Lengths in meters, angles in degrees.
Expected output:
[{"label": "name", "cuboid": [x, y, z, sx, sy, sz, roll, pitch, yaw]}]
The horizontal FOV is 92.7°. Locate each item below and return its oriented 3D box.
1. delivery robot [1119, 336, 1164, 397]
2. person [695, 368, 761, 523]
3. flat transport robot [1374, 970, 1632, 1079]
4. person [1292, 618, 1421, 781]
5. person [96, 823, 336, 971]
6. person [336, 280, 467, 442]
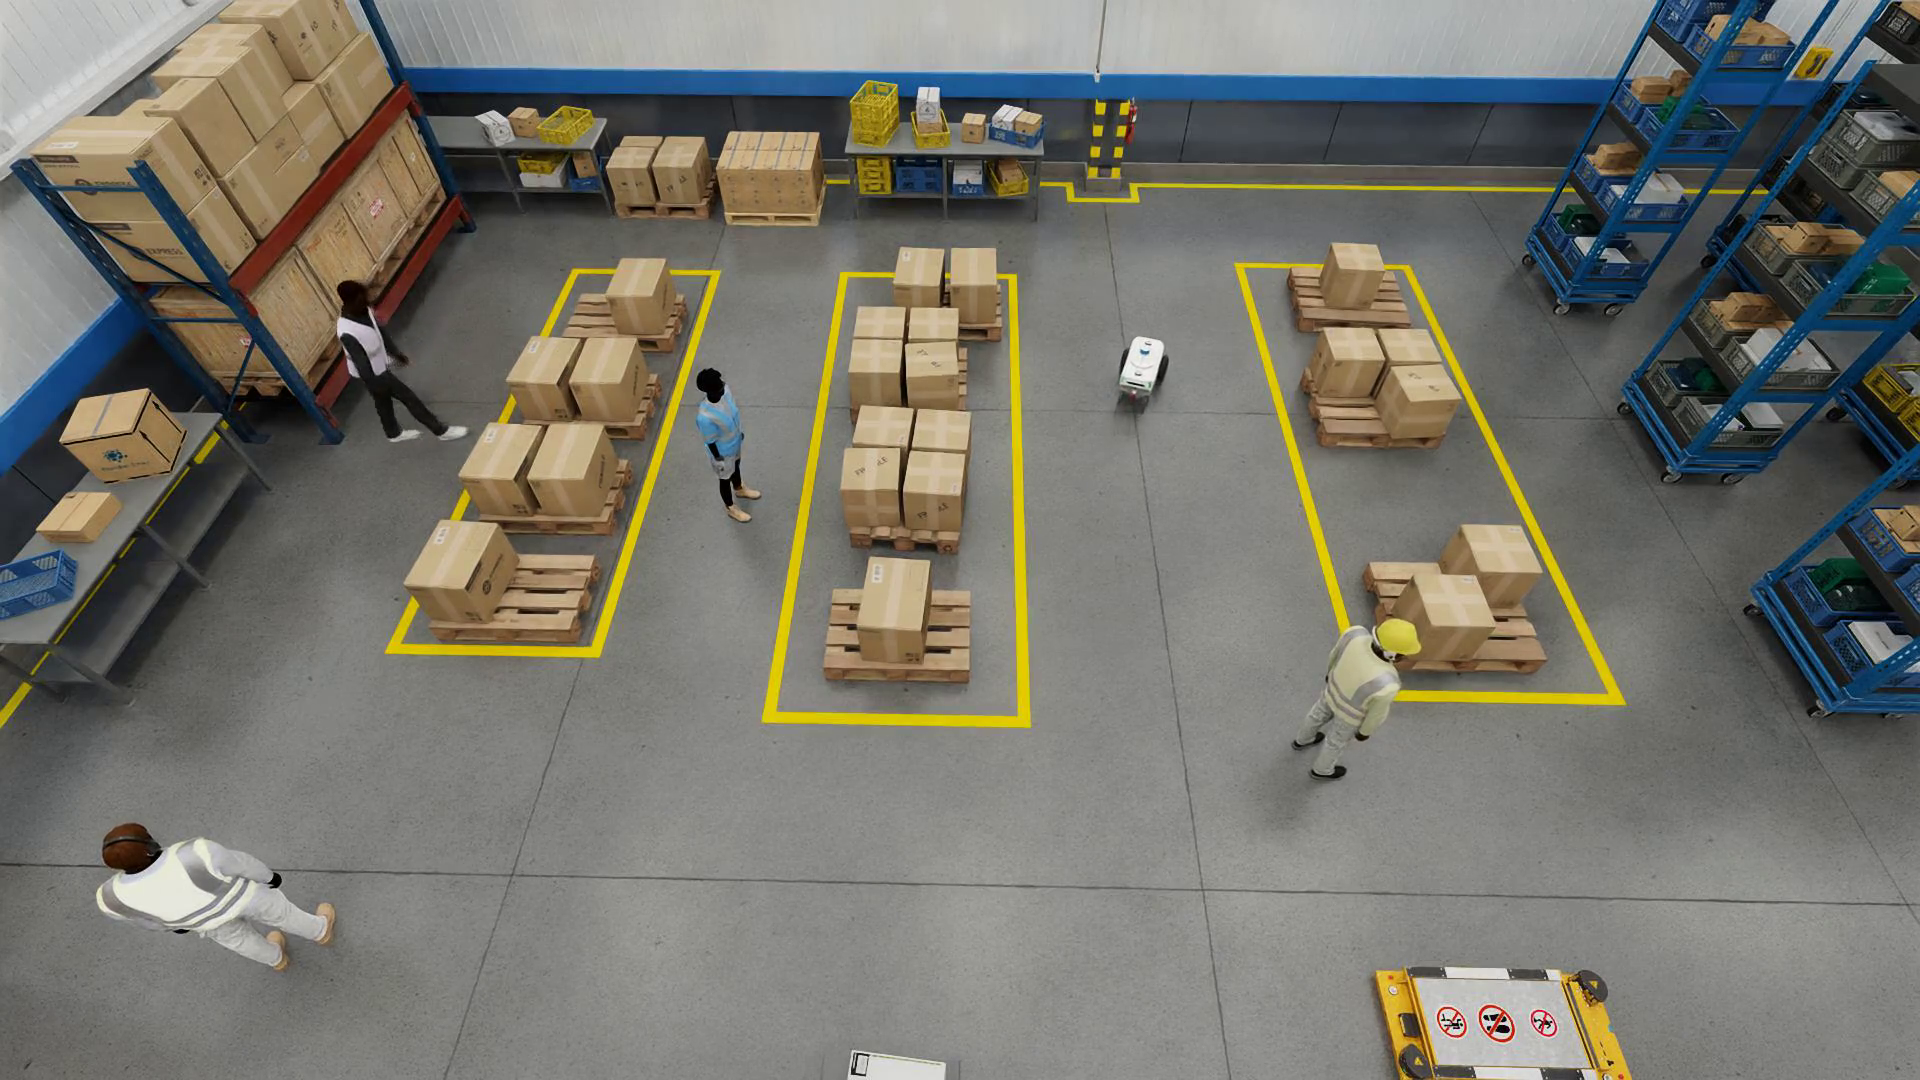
[{"label": "delivery robot", "cuboid": [1.934, -1.850, 9.736, 0.477, 0.478, 0.707, 15, 52, 12]}, {"label": "person", "cuboid": [-2.106, -0.866, 8.260, 0.319, 1.697, 0.532, 9, 51, 7]}, {"label": "flat transport robot", "cuboid": [3.501, 3.133, 5.914, 1.431, 0.197, 0.652, 1, 51, 1]}, {"label": "person", "cuboid": [2.806, 1.128, 6.550, 0.404, 1.829, 0.591, -10, 52, -8]}, {"label": "person", "cuboid": [-4.582, 2.206, 5.664, 0.633, 1.841, 0.429, -27, 56, -20]}, {"label": "person", "cuboid": [-5.507, -1.673, 8.809, 0.753, 1.870, 0.597, -13, 52, -11]}]
